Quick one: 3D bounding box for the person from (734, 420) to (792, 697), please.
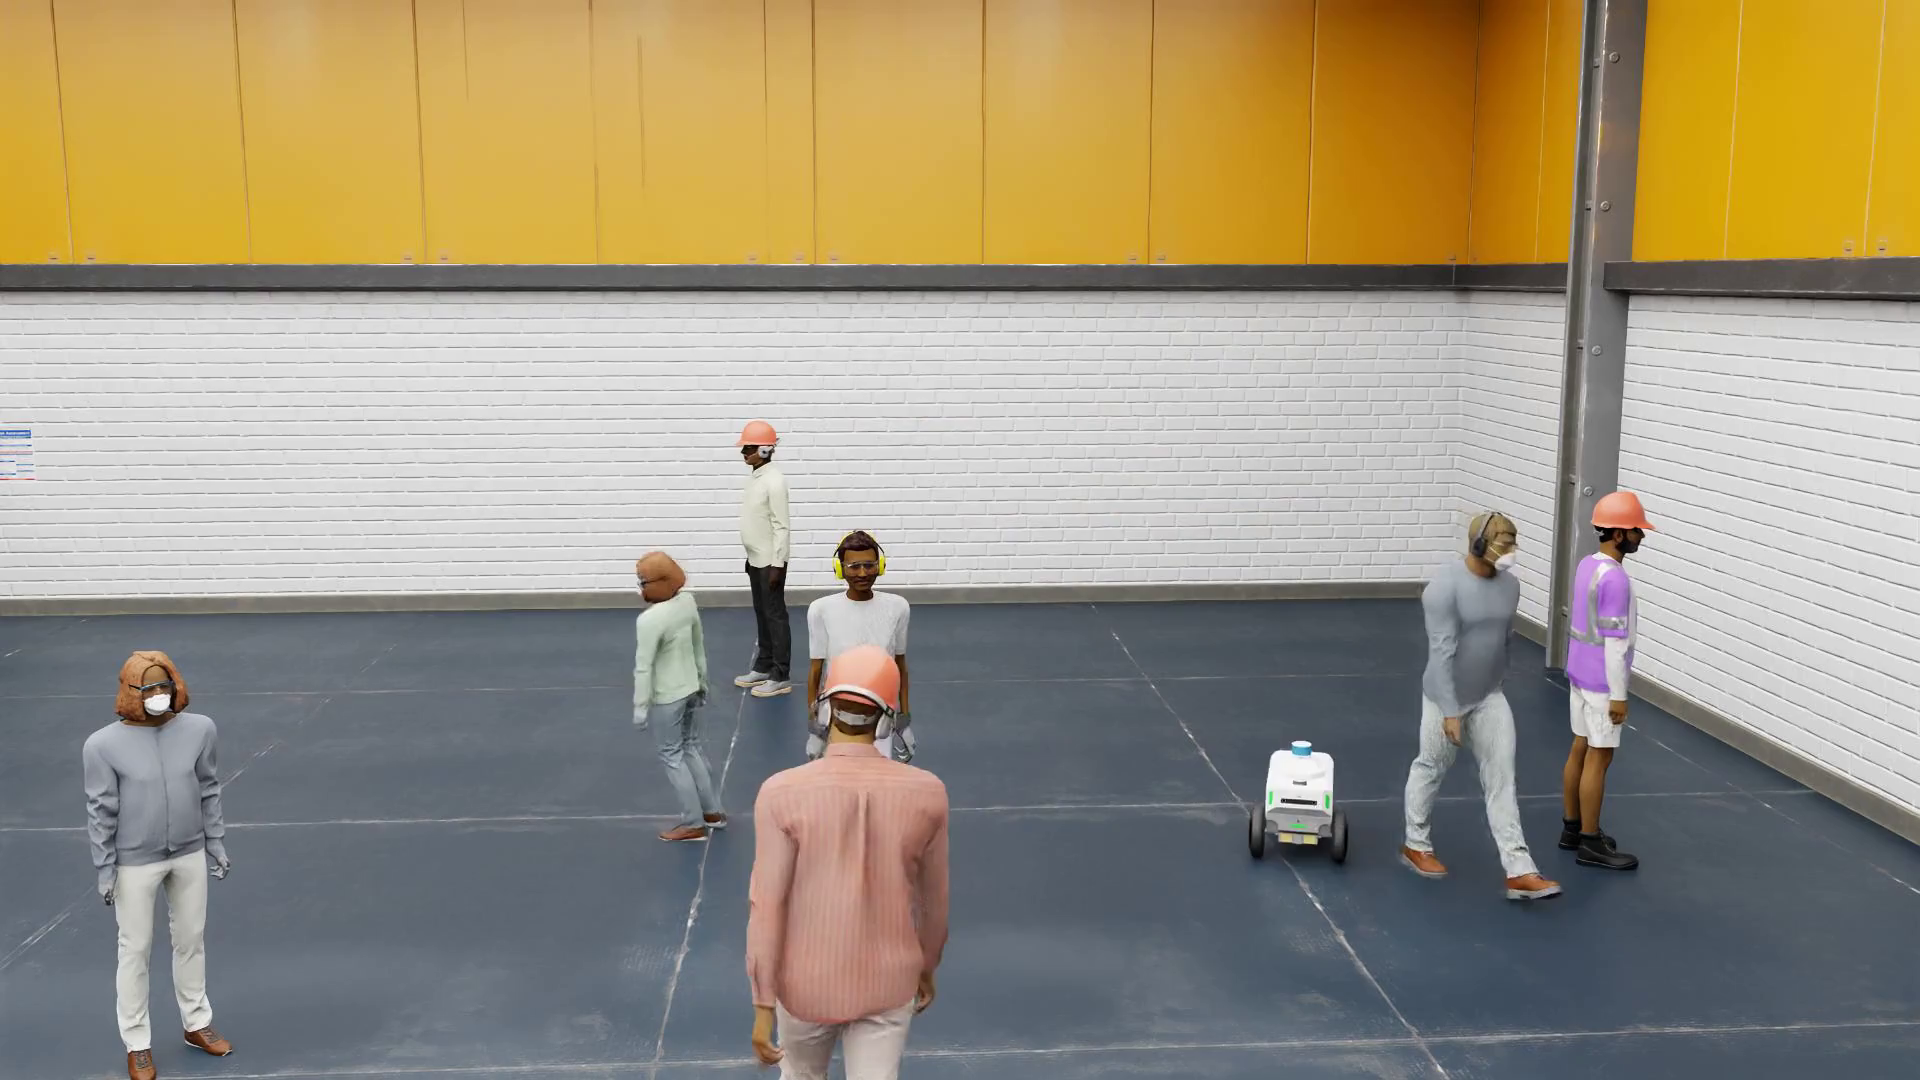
[{"bbox_3d":[-1.423,0.129,12.044,0.386,1.996,0.610,-4,10,-24],"label":"person"}]

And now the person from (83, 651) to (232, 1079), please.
[{"bbox_3d":[-3.041,1.219,6.335,0.285,1.633,0.500,8,12,39],"label":"person"}]

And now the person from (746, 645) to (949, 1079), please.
[{"bbox_3d":[-0.318,1.296,4.902,0.645,1.933,0.725,-3,9,-17],"label":"person"}]

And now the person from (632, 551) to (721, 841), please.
[{"bbox_3d":[-1.533,0.833,8.840,0.312,1.601,0.569,3,10,20],"label":"person"}]

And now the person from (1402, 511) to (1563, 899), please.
[{"bbox_3d":[2.544,0.810,8.085,0.644,1.884,1.016,-4,10,-24],"label":"person"}]

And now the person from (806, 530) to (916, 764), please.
[{"bbox_3d":[-0.460,0.875,7.757,0.528,1.871,0.323,-3,10,-18],"label":"person"}]

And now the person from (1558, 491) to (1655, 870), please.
[{"bbox_3d":[3.330,0.711,8.574,0.375,1.939,0.546,1,9,5],"label":"person"}]

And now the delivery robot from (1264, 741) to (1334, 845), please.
[{"bbox_3d":[1.808,1.313,8.831,0.477,0.478,0.707,2,9,13],"label":"delivery robot"}]
